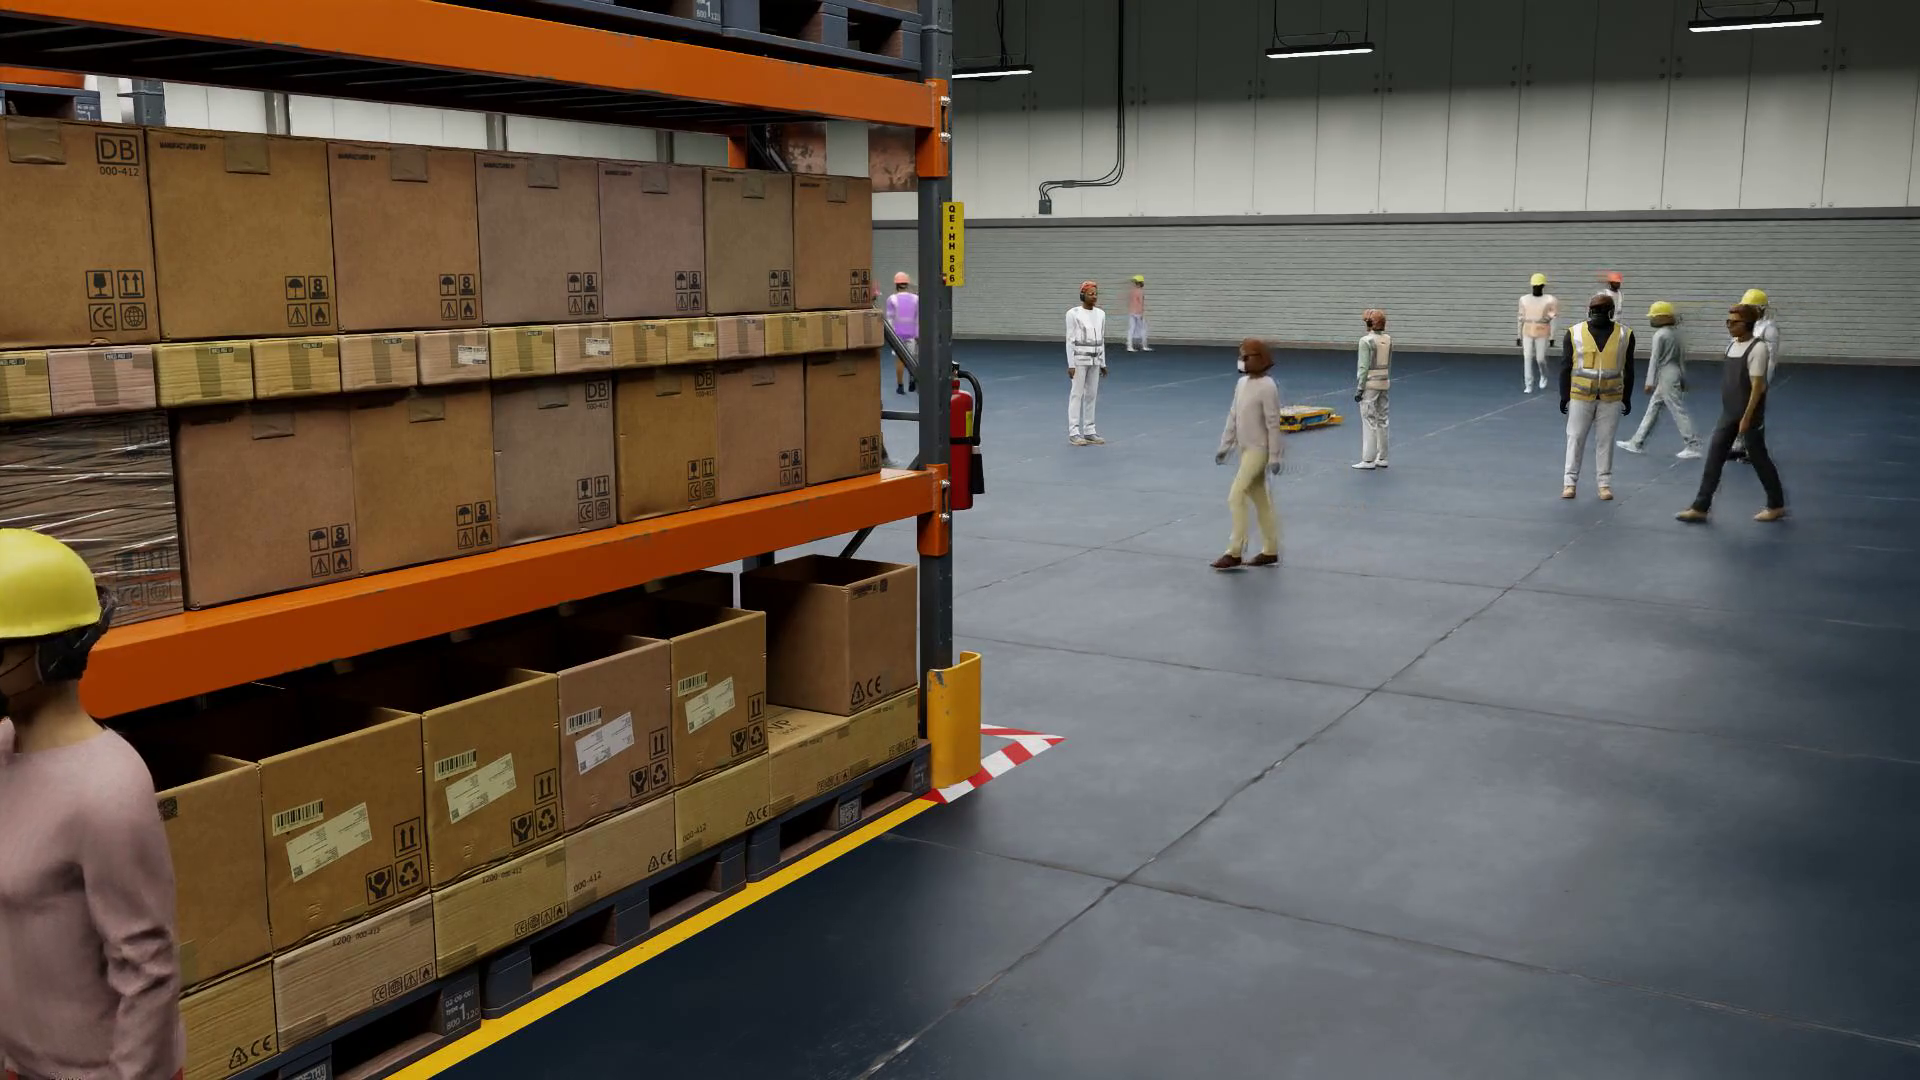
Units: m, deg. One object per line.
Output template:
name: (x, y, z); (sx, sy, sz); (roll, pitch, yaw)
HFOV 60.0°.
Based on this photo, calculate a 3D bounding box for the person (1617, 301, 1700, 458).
person: (7.666, -1.747, 18.094); (0.944, 1.676, 0.495); (9, 13, 42)

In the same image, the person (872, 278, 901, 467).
person: (-1.059, -1.713, 17.065); (0.835, 1.973, 0.614); (-4, 10, -22)

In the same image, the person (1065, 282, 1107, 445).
person: (1.469, -2.039, 19.241); (0.572, 1.883, 0.356); (-8, 12, -38)

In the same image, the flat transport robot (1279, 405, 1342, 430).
flat transport robot: (4.240, -1.561, 21.150); (0.652, 0.197, 1.431); (8, 12, 38)

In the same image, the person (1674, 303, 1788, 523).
person: (6.380, -1.021, 13.541); (0.958, 1.805, 0.535); (-2, 10, -13)

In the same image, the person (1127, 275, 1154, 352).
person: (4.111, -5.131, 37.729); (0.752, 1.733, 0.555); (-4, 11, -24)

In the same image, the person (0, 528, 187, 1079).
person: (-1.423, 0.855, 2.650); (0.536, 1.765, 0.331); (8, 13, 40)

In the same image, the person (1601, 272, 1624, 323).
person: (12.072, -4.015, 30.826); (0.566, 1.879, 1.010); (-3, 10, -17)

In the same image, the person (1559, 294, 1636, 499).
person: (5.700, -1.277, 14.908); (0.634, 1.839, 0.429); (3, 10, 15)

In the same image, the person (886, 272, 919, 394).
person: (-0.904, -3.249, 26.182); (0.563, 1.927, 0.423); (-4, 10, -20)

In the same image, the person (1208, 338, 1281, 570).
person: (1.952, -0.592, 11.576); (0.695, 1.609, 0.508); (-2, 10, -10)

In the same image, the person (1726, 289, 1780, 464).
person: (8.306, -1.718, 17.506); (0.404, 1.830, 0.599); (-2, 10, -11)

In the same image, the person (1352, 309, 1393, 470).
person: (4.228, -1.538, 17.019); (0.521, 1.638, 0.311); (-8, 13, -41)

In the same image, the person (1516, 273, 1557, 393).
person: (9.202, -3.299, 26.541); (0.592, 1.910, 0.611); (6, 11, 32)
